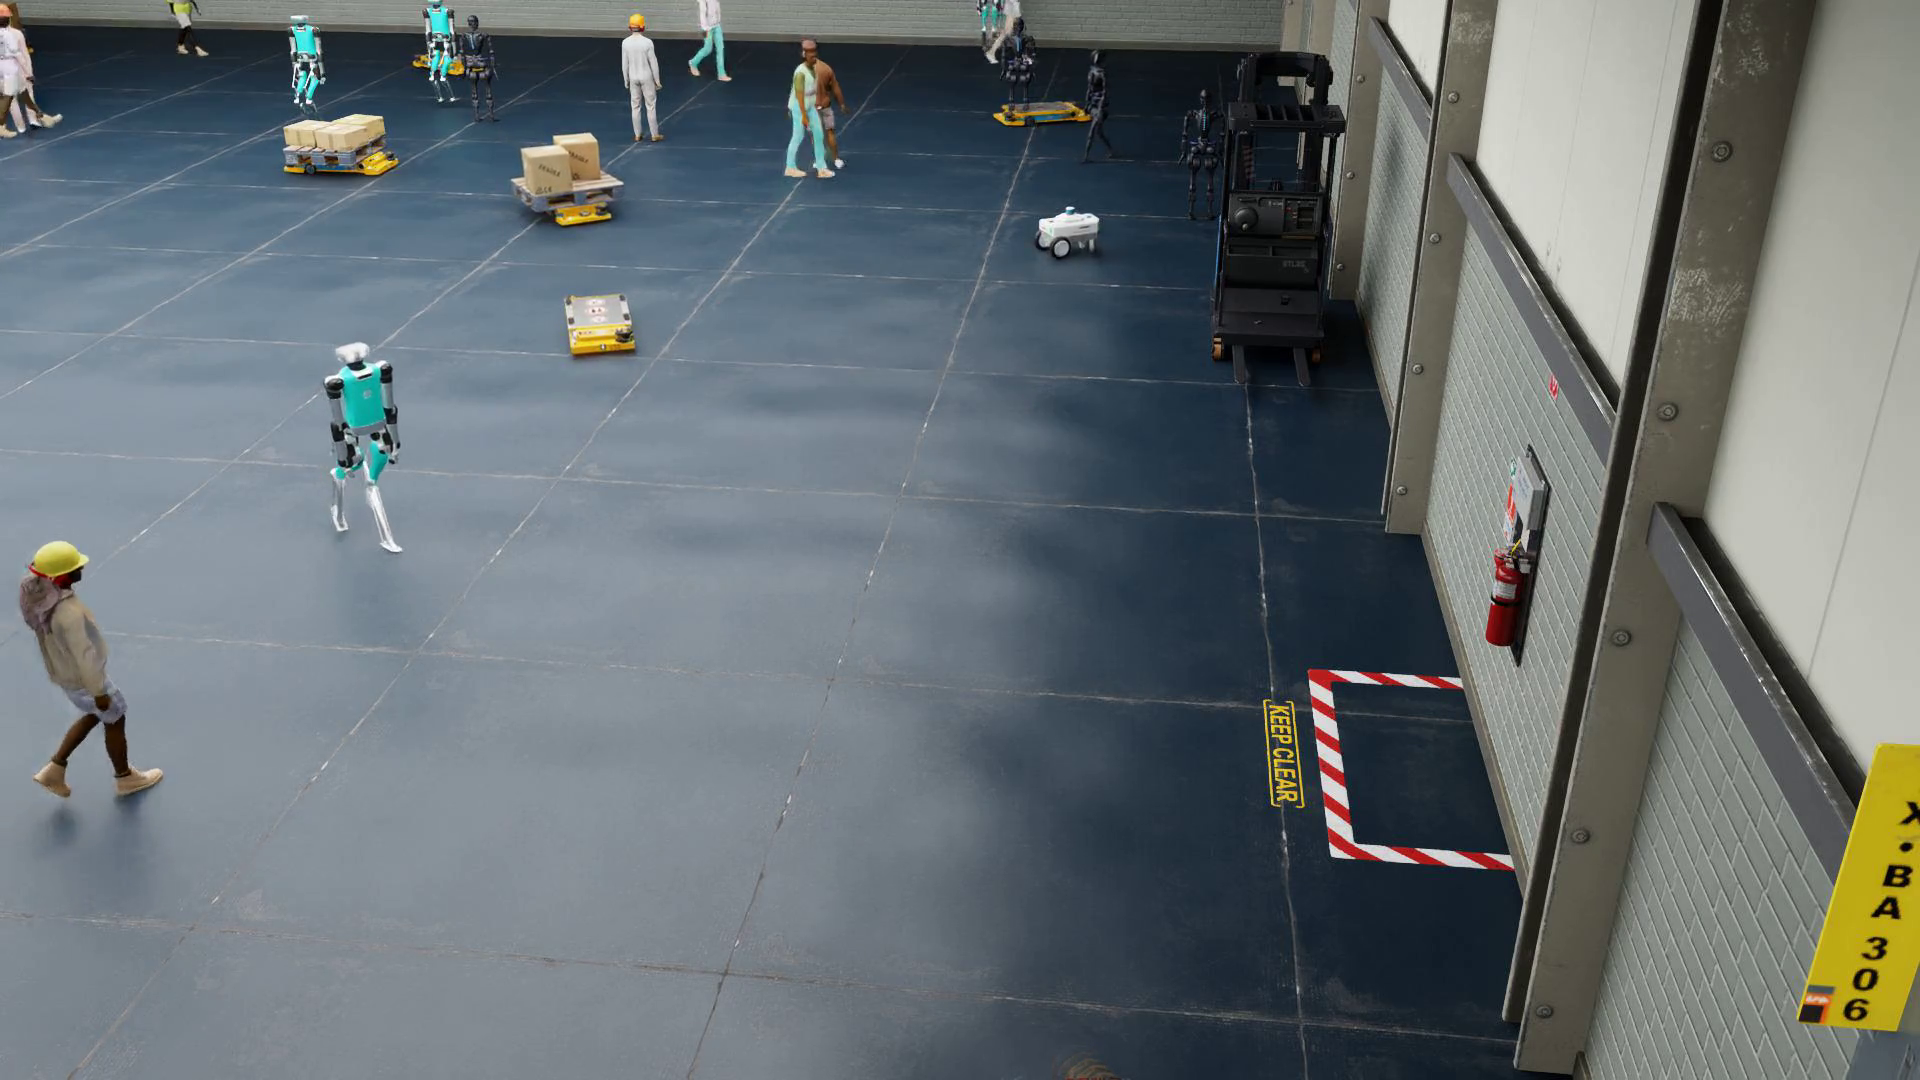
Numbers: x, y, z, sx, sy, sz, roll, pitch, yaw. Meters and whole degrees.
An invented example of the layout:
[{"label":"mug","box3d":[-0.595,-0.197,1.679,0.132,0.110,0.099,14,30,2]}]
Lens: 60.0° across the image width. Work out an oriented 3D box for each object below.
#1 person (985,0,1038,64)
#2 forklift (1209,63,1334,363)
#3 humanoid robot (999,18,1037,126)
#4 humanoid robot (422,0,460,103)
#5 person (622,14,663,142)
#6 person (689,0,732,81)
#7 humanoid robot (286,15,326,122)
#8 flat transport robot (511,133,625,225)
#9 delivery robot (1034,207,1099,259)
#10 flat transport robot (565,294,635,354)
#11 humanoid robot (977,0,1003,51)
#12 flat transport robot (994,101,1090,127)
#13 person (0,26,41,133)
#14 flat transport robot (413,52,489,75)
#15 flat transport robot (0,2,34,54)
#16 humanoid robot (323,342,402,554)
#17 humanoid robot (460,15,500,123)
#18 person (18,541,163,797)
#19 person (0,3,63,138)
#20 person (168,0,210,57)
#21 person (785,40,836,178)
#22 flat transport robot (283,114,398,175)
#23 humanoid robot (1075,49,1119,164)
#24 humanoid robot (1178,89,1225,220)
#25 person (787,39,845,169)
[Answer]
[{"label":"person","box3d":[0.952,-9.781,30.924,0.944,1.837,0.522,6,27,11]},{"label":"forklift","box3d":[3.241,-3.477,17.183,1.129,2.768,1.873,3,27,6]},{"label":"humanoid robot","box3d":[0.921,-7.432,26.391,0.599,1.653,0.315,3,27,6]},{"label":"humanoid robot","box3d":[-8.616,-8.054,27.435,0.533,1.672,0.735,3,27,6]},{"label":"person","box3d":[-4.859,-7.037,25.377,0.572,1.894,0.359,3,27,7]},{"label":"person","box3d":[-4.494,-9.160,29.625,0.800,1.891,0.496,14,30,26]},{"label":"humanoid robot","box3d":[-10.212,-7.263,25.856,0.533,1.672,0.735,3,27,6]},{"label":"flat transport robot","box3d":[-5.180,-4.446,22.015,0.659,0.231,1.431,-15,30,-27]},{"label":"delivery robot","box3d":[1.315,-3.760,20.328,0.767,0.596,0.523,-12,29,-22]},{"label":"flat transport robot","box3d":[-3.864,-2.328,17.786,0.659,0.231,1.431,-6,27,-13]},{"label":"humanoid robot","box3d":[0.551,-10.156,31.624,0.533,1.677,0.735,3,27,6]},{"label":"flat transport robot","box3d":[1.324,-6.892,26.896,1.431,0.231,0.659,-8,28,-16]},{"label":"person","box3d":[-14.813,-7.316,25.938,0.651,1.890,0.512,-11,29,-22]},{"label":"flat transport robot","box3d":[-9.411,-8.801,30.709,1.431,0.231,0.659,21,33,35]},{"label":"flat transport robot","box3d":[-18.626,-9.385,31.874,1.431,0.231,0.659,3,27,6]},{"label":"humanoid robot","box3d":[-4.800,-0.786,13.073,0.966,1.764,0.541,23,35,38]},{"label":"humanoid robot","box3d":[-7.706,-7.542,26.611,0.599,1.653,0.315,3,27,6]},{"label":"person","box3d":[-5.261,0.807,9.878,0.561,1.742,0.587,22,34,36]},{"label":"person","box3d":[-14.662,-7.285,25.776,0.610,1.972,1.135,18,32,32]},{"label":"person","box3d":[-14.792,-10.073,31.698,0.873,1.647,0.530,9,28,17]},{"label":"person","box3d":[-2.128,-6.011,23.280,0.907,1.932,0.505,14,30,26]},{"label":"flat transport robot","box3d":[-8.950,-5.469,24.056,1.431,0.231,0.659,3,27,6]},{"label":"humanoid robot","box3d":[2.051,-6.333,24.254,0.740,1.642,0.602,-9,28,-18]},{"label":"humanoid robot","box3d":[3.131,-4.990,21.512,0.599,1.657,0.315,3,27,6]},{"label":"person","box3d":[-2.055,-6.237,23.859,0.838,1.816,0.437,-9,28,-17]}]
